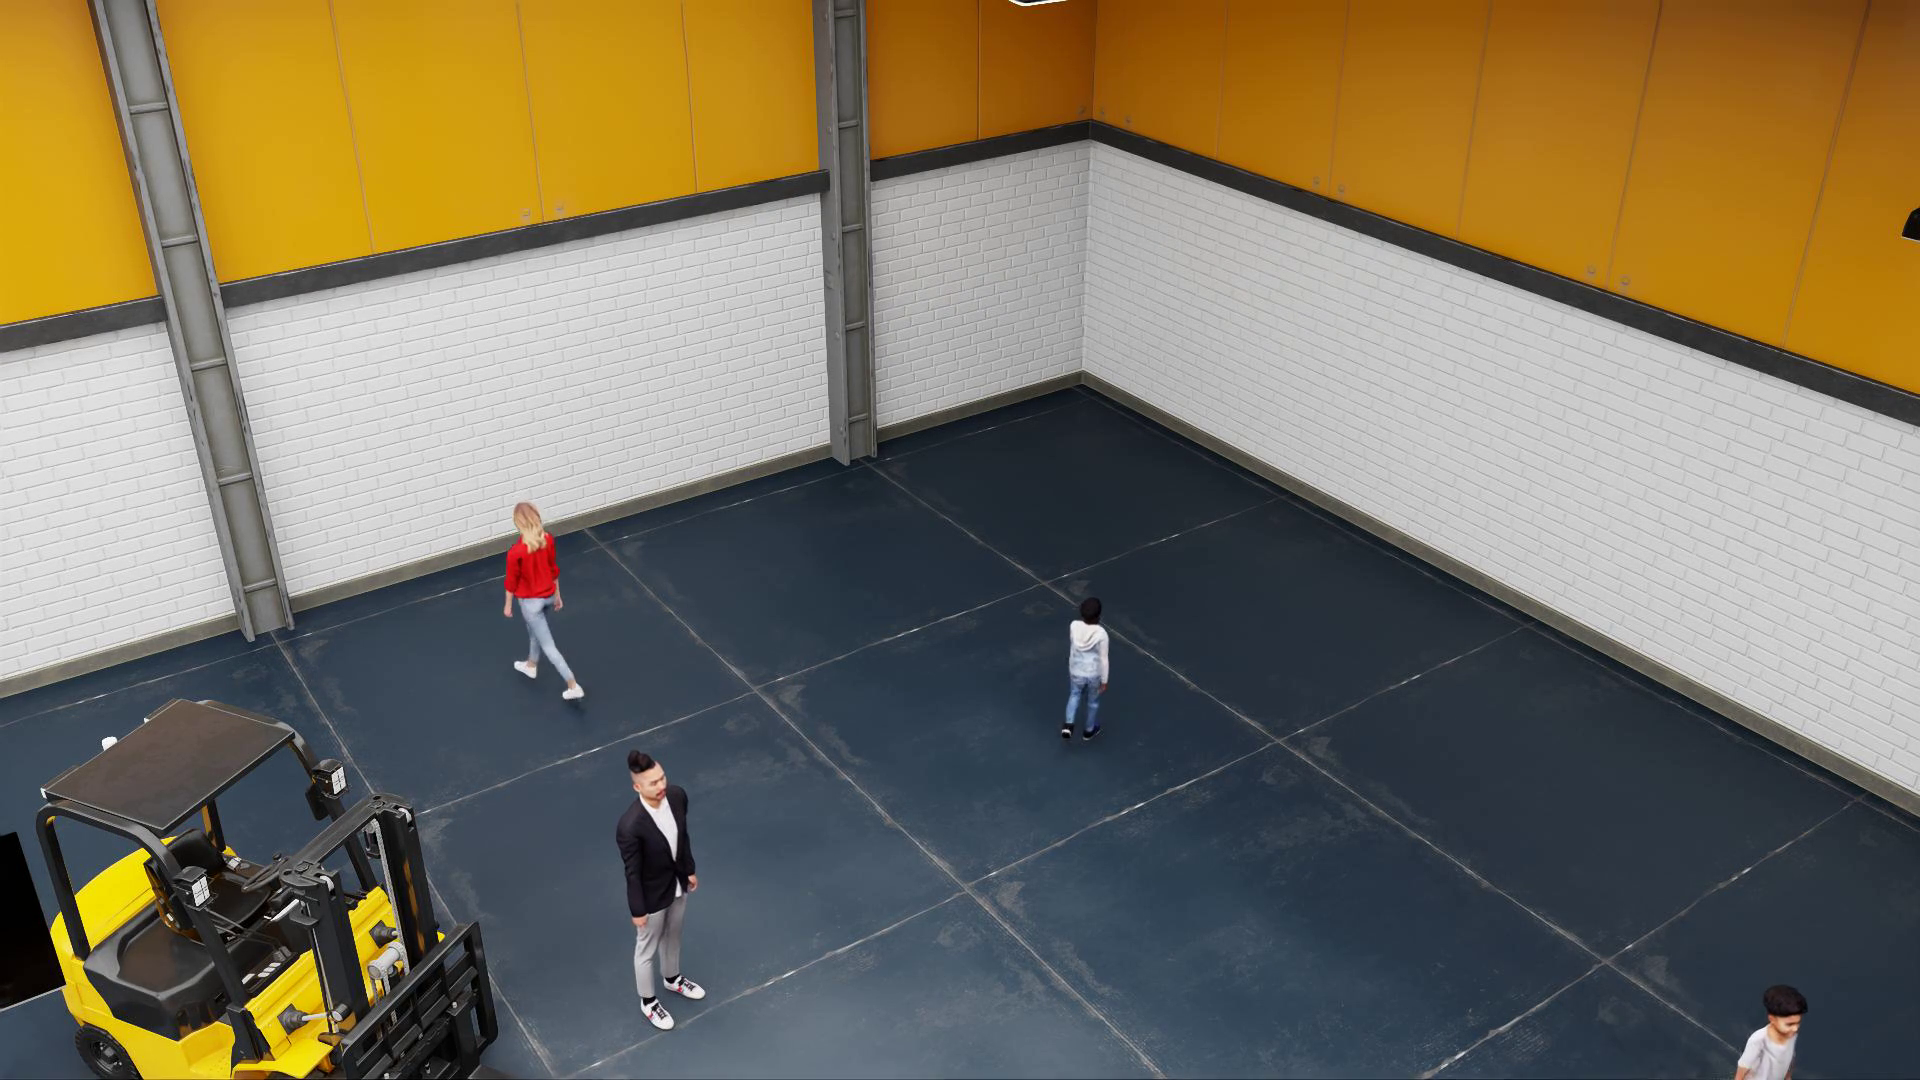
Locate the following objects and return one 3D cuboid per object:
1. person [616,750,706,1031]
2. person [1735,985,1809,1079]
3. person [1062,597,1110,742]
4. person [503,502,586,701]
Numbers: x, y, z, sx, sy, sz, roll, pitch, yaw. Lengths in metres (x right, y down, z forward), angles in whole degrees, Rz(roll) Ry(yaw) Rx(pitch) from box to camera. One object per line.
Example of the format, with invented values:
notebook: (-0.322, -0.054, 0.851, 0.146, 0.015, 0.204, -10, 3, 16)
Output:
person: (-1.826, 2.060, 10.052, 0.837, 1.949, 0.669, 18, 33, 30)
person: (4.378, 2.928, 9.189, 0.508, 1.252, 0.613, -11, 31, -19)
person: (0.939, 1.017, 12.695, 0.638, 1.249, 0.734, 14, 31, 23)
person: (-3.302, 0.525, 13.161, 0.954, 1.667, 1.132, 17, 33, 29)
